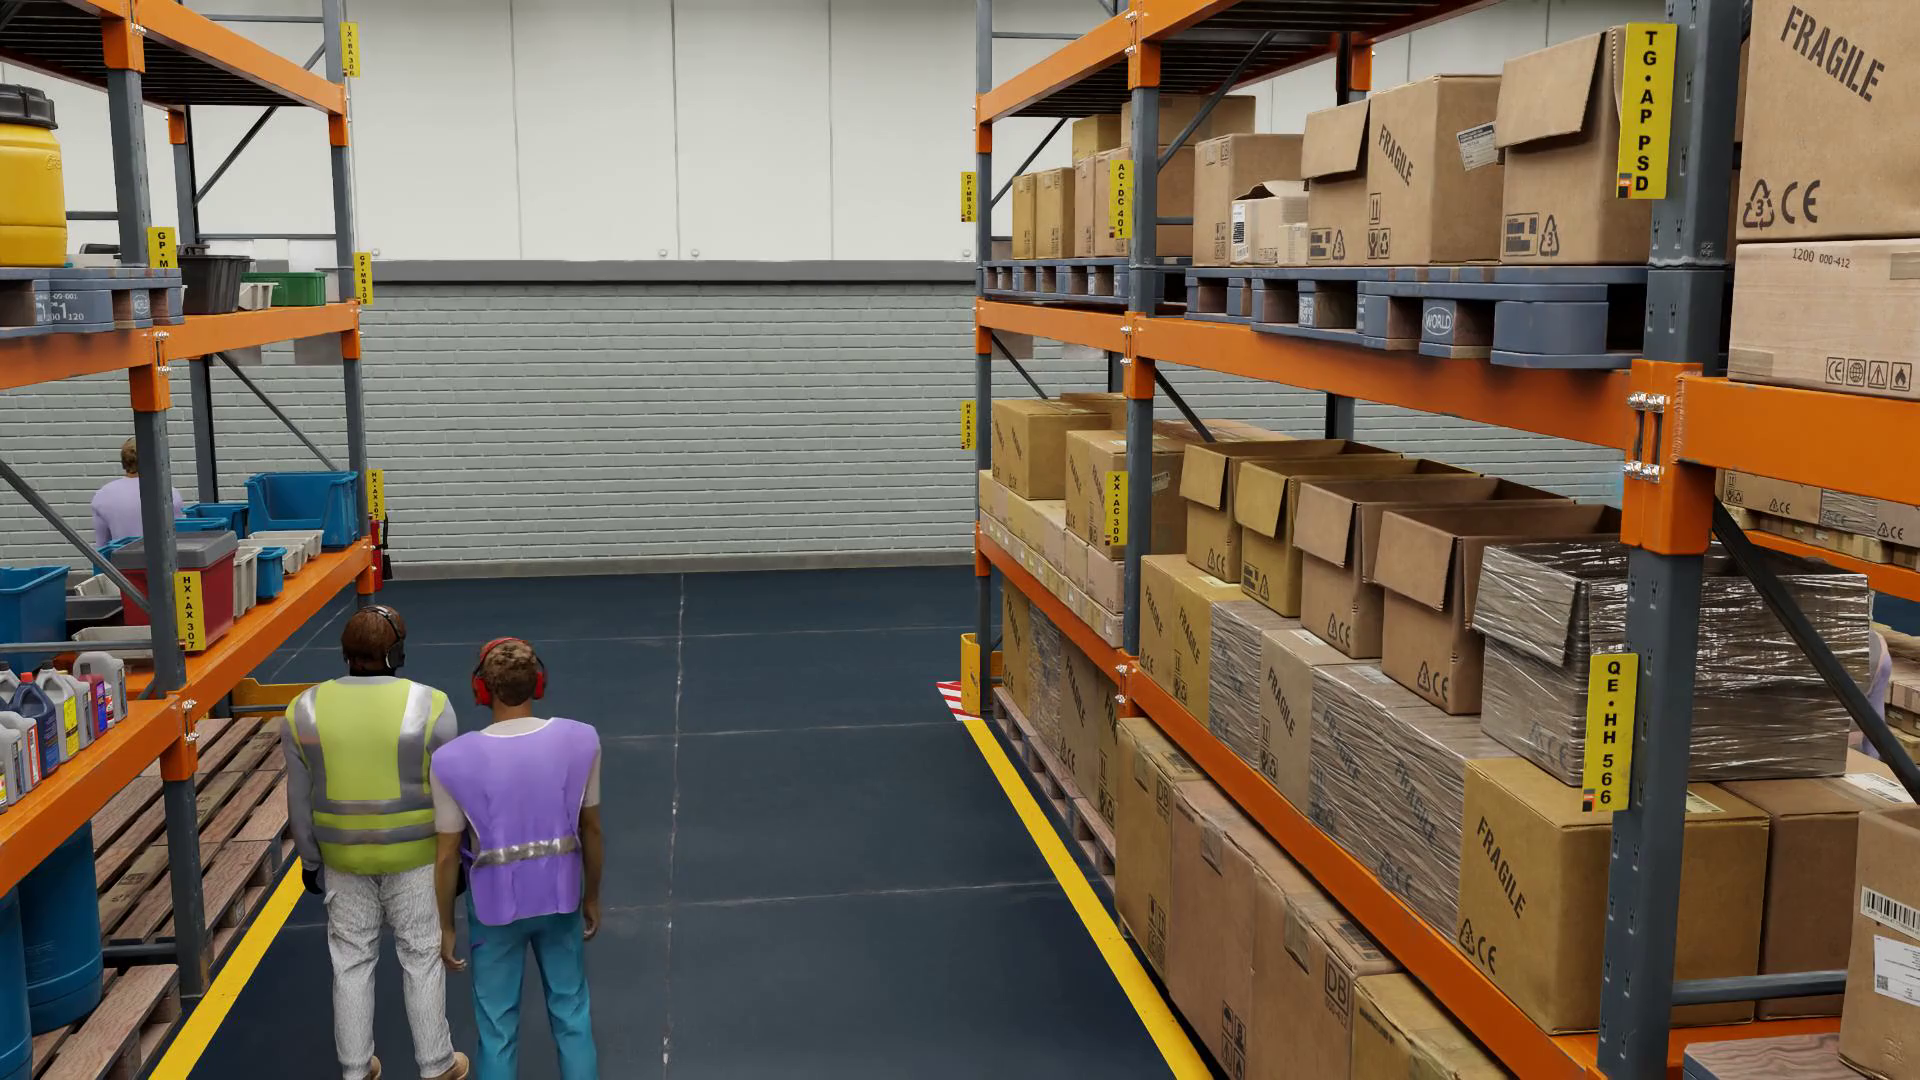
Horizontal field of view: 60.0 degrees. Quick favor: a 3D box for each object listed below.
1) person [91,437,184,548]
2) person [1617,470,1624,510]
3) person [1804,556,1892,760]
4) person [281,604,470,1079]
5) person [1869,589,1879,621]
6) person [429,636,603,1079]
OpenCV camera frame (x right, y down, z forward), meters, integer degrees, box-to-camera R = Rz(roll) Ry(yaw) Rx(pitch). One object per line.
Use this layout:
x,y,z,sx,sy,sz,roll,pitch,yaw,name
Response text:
-5.421,0.277,11.102,0.630,1.940,0.372,1,9,5,person
5.806,-0.088,14.137,0.644,1.669,0.552,-2,9,-13,person
3.568,0.978,7.081,0.634,1.839,0.429,1,9,5,person
-2.093,1.143,6.059,0.637,1.842,0.429,0,9,-2,person
6.175,0.254,11.498,0.510,1.860,0.334,-4,10,-25,person
-1.443,1.235,5.524,0.563,1.835,0.403,-5,10,-28,person
